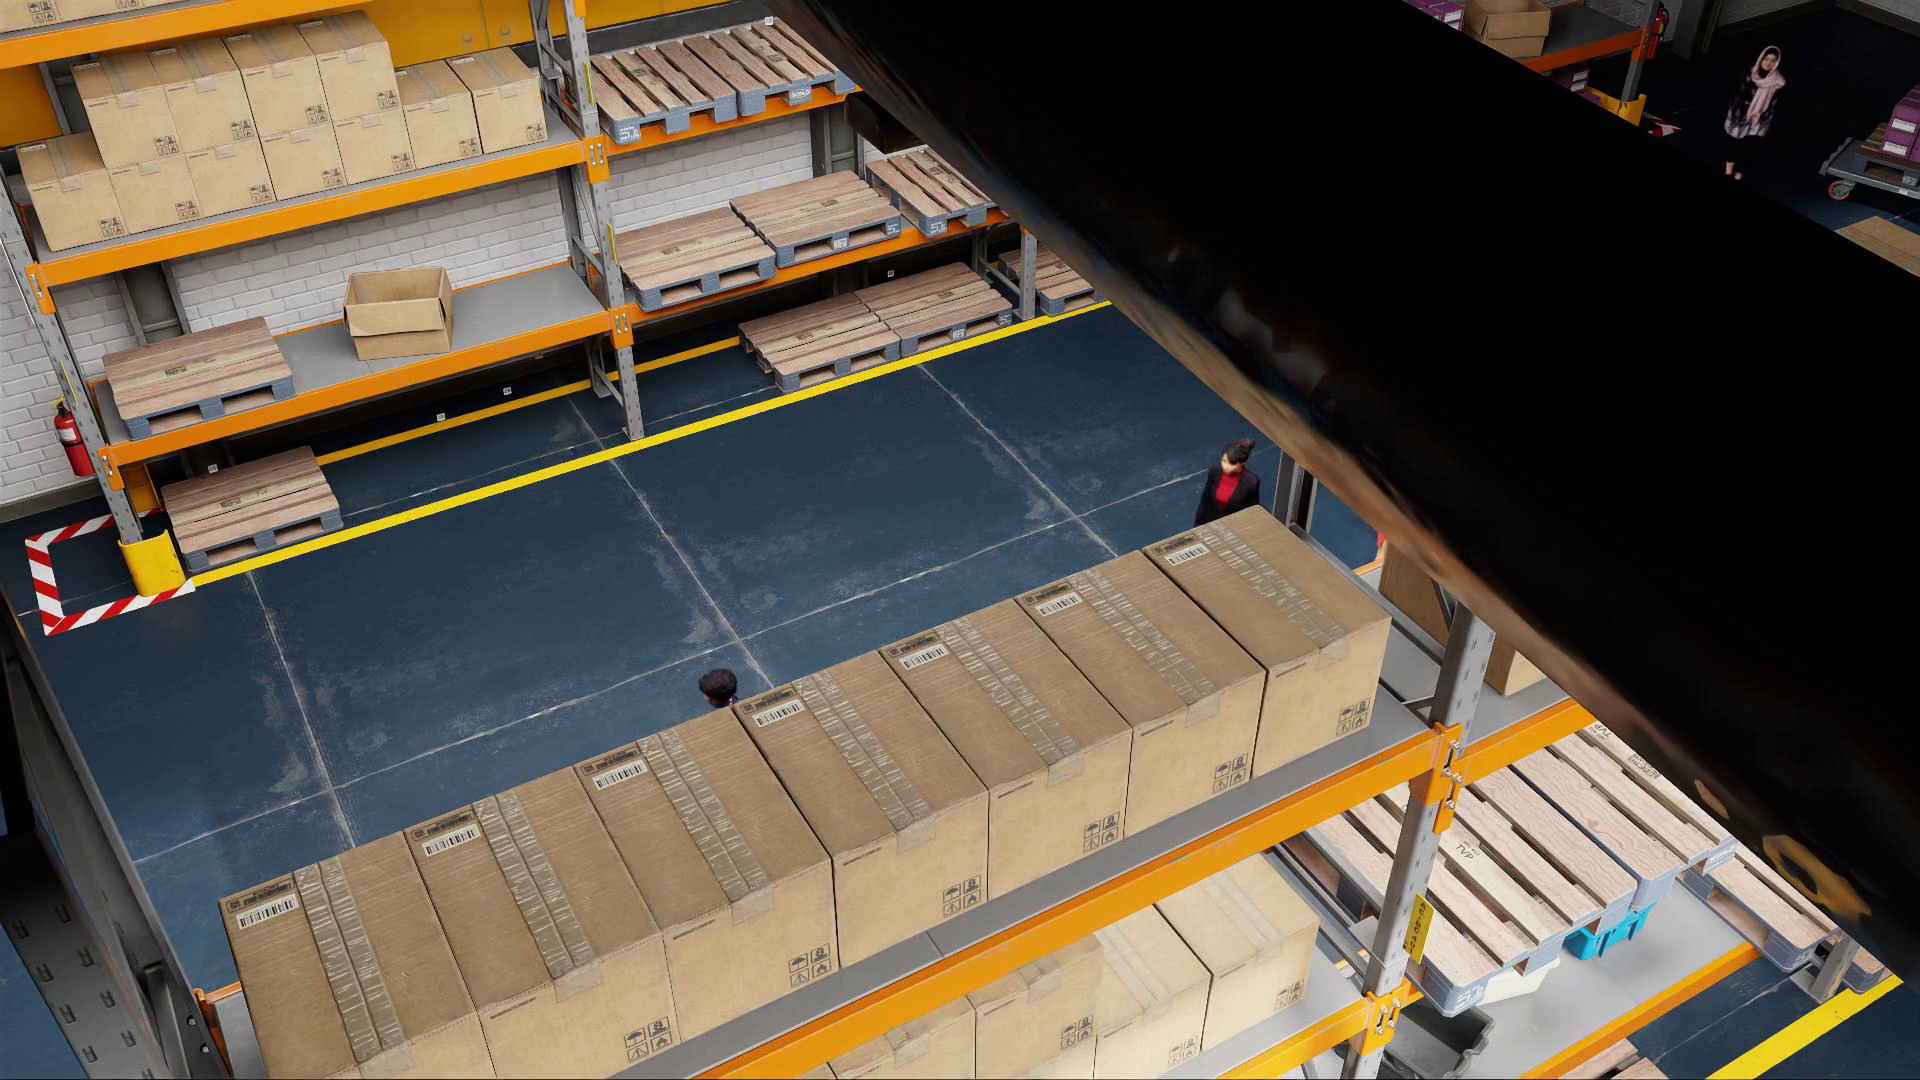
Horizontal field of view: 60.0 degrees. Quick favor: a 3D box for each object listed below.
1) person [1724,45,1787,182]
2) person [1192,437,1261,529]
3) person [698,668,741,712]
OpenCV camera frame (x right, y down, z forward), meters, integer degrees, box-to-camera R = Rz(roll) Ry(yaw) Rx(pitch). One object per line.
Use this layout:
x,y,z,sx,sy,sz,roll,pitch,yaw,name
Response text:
8.416,-4.525,17.714,0.838,1.615,0.940,22,43,25,person
1.976,-0.085,12.150,0.724,1.620,0.885,28,46,30,person
-1.420,1.301,10.729,0.901,1.229,0.795,5,39,6,person
